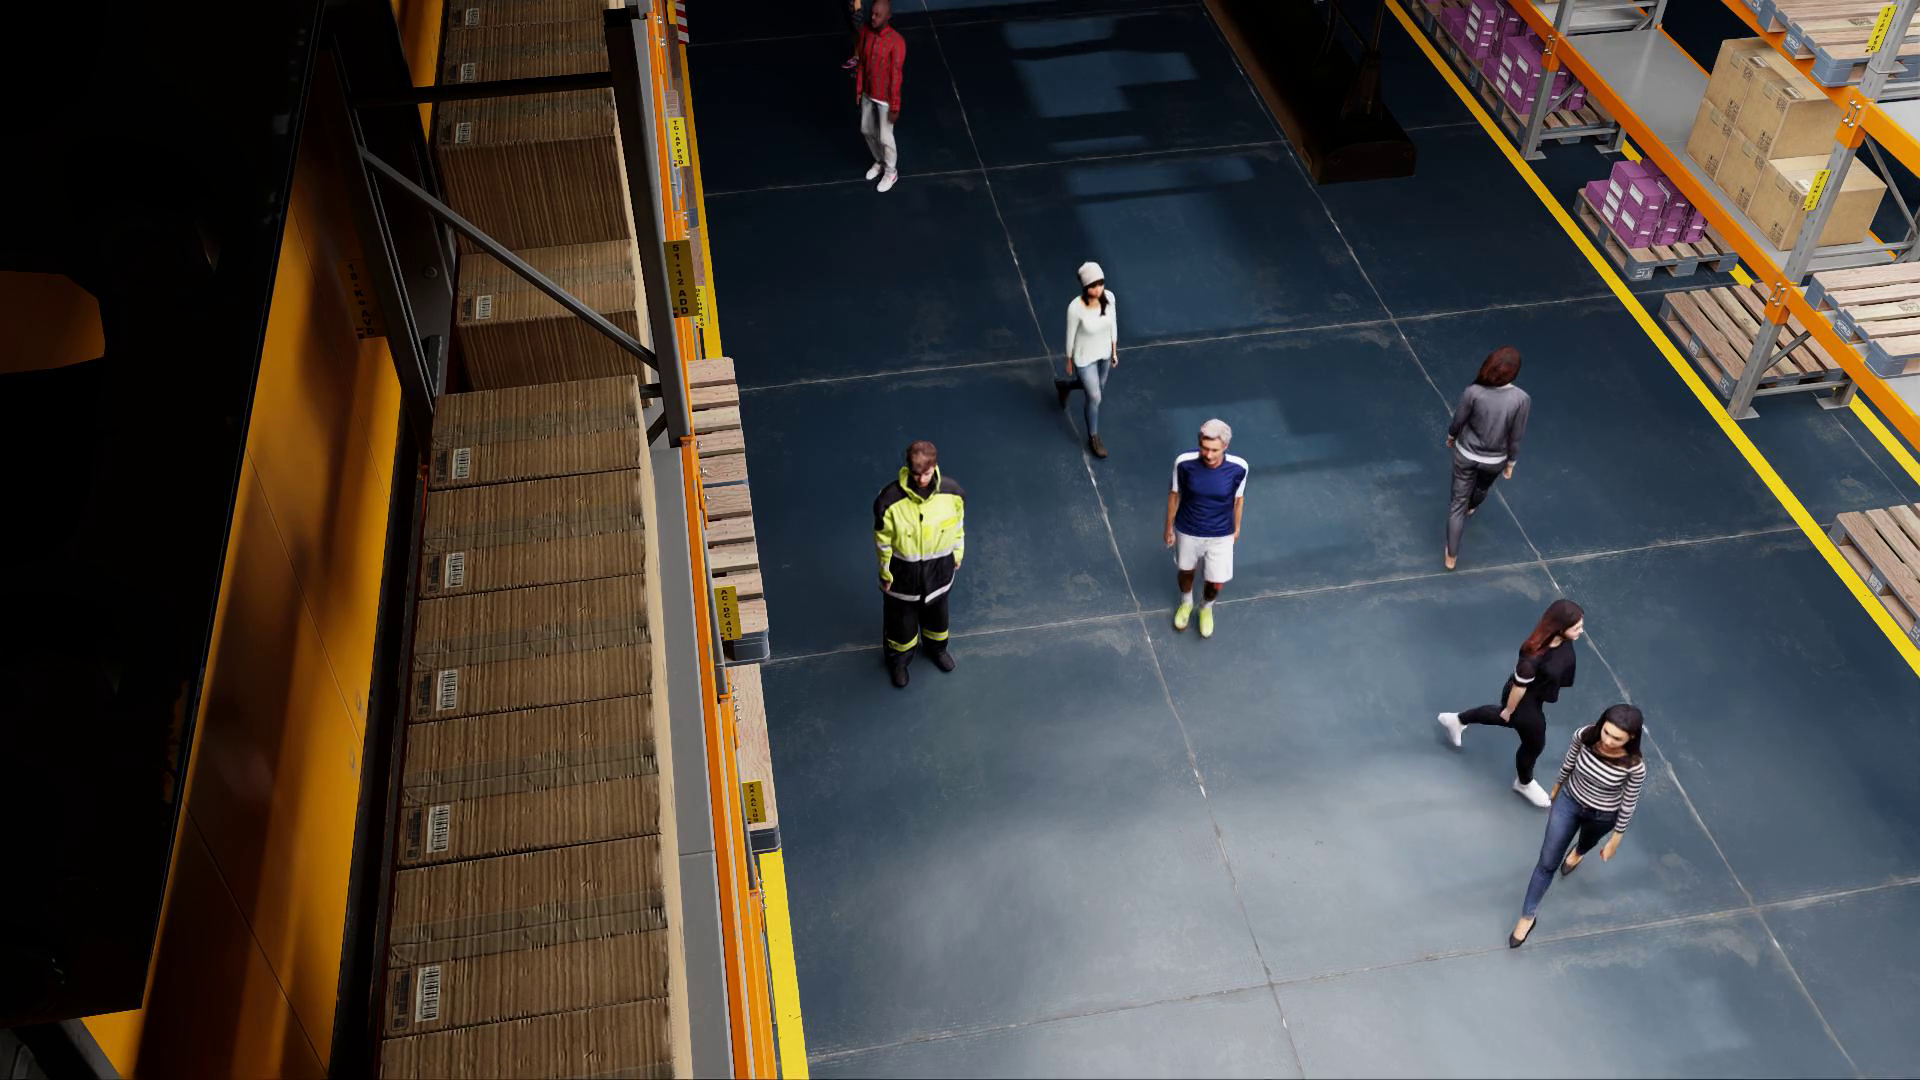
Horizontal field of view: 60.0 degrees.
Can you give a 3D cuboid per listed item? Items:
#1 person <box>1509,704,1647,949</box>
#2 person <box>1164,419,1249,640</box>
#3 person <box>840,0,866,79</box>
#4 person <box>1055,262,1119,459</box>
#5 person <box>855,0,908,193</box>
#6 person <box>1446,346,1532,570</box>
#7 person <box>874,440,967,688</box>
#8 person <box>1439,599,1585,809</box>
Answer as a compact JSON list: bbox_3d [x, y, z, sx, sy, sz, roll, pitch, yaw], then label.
[{"bbox_3d":[3.572,1.504,9.380,1.125,1.734,1.134,30,51,28],"label":"person"},{"bbox_3d":[1.628,-0.139,11.040,0.737,1.824,0.733,8,44,8],"label":"person"},{"bbox_3d":[-1.069,-5.538,16.780,0.685,1.723,0.565,-21,48,-21],"label":"person"},{"bbox_3d":[0.948,-1.425,12.537,0.828,1.620,1.074,-23,48,-23],"label":"person"},{"bbox_3d":[-0.718,-4.123,15.222,0.785,1.822,0.870,31,52,29],"label":"person"},{"bbox_3d":[3.598,-0.527,11.519,0.934,1.725,1.160,11,45,11],"label":"person"},{"bbox_3d":[-0.258,0.112,10.665,0.811,1.977,0.708,-15,46,-15],"label":"person"},{"bbox_3d":[3.383,0.902,10.101,1.138,1.611,1.016,33,52,29],"label":"person"}]
